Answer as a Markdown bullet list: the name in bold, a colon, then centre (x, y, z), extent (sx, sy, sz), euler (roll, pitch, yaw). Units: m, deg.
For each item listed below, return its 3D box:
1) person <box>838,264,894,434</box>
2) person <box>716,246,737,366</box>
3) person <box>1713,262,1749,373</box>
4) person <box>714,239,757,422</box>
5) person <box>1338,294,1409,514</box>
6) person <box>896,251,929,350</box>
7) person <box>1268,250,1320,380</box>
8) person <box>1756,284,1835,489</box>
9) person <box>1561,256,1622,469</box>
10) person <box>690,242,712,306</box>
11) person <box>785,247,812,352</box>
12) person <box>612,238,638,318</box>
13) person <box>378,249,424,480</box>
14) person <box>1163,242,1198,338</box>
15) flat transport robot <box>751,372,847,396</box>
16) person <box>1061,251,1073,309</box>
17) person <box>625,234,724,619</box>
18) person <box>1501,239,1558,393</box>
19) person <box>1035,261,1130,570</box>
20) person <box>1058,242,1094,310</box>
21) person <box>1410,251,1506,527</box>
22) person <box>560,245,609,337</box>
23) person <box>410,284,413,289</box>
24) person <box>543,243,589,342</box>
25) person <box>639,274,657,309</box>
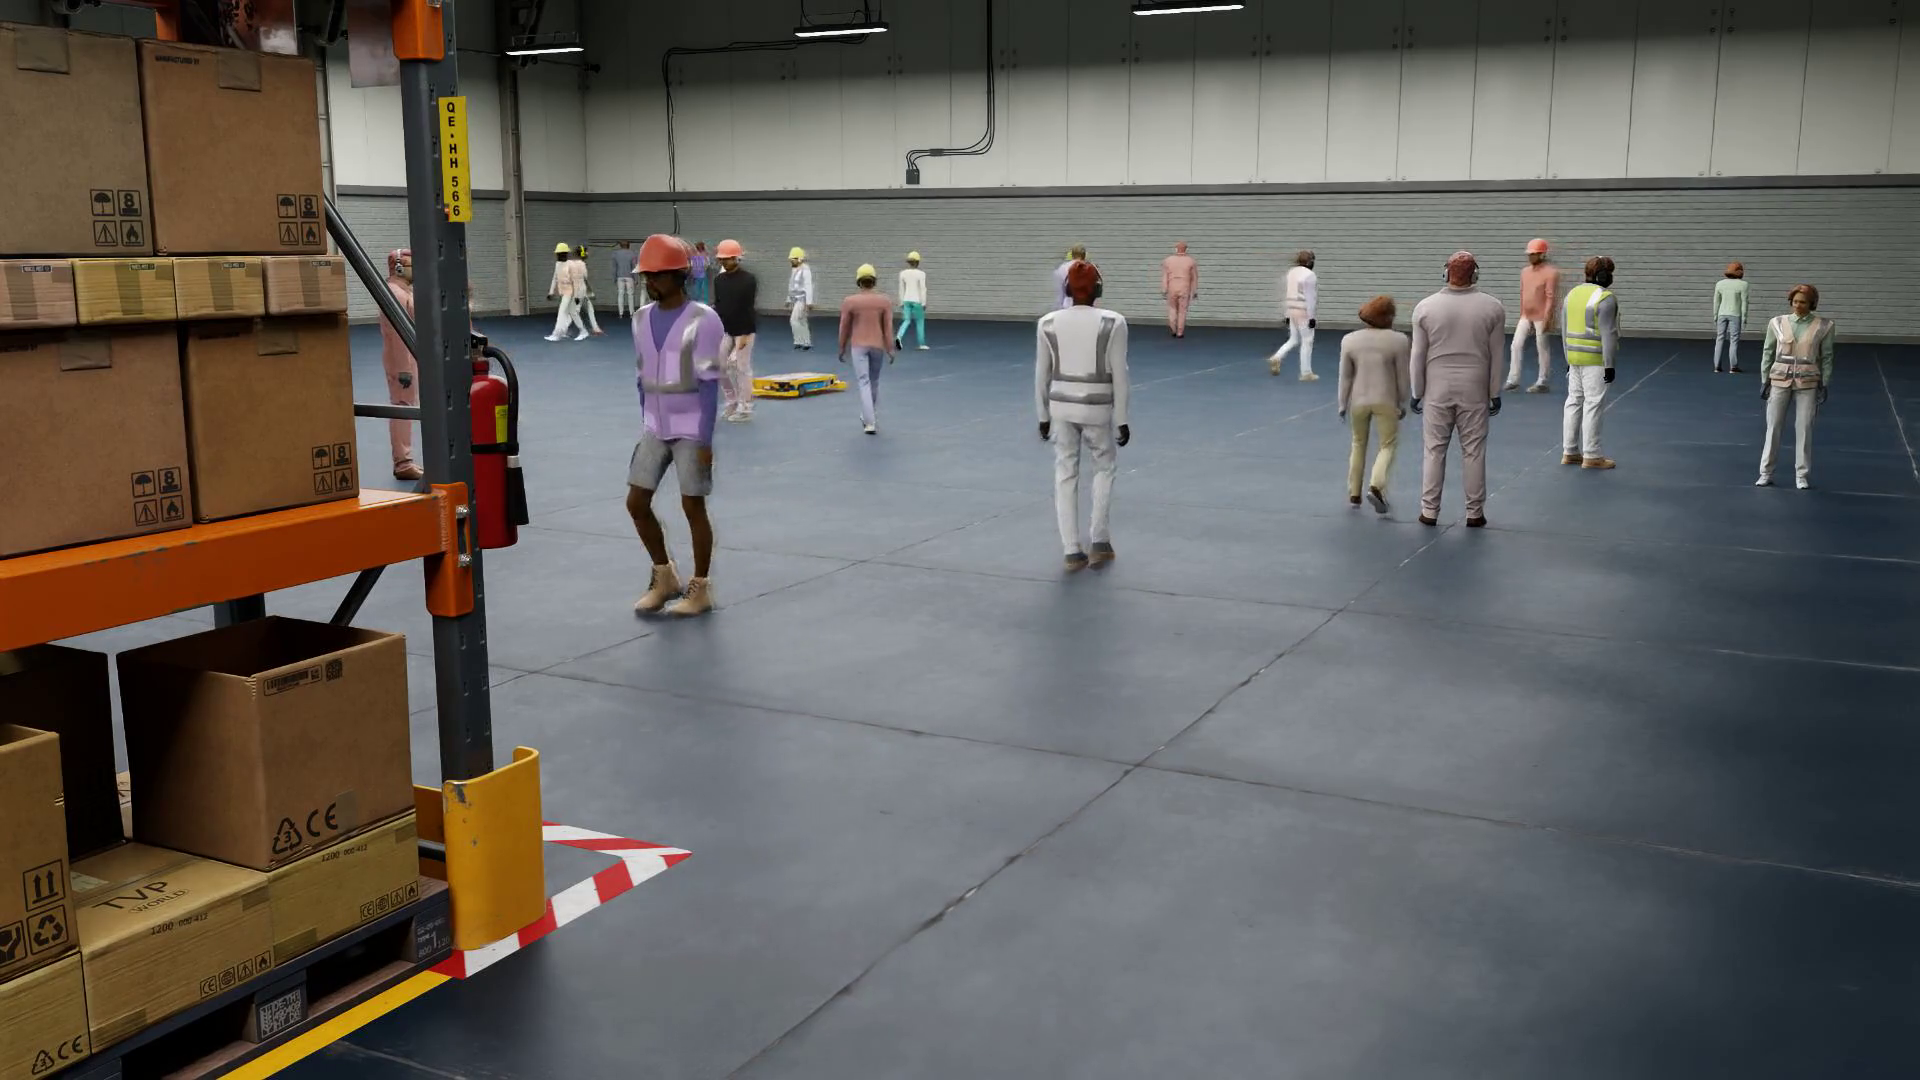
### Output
- **person**: centre (-0.980, -1.978, 17.193), extent (0.545, 1.711, 0.898), euler (-3, 11, -17)
- **person**: centre (-3.606, -3.643, 25.831), extent (0.353, 1.886, 0.573), euler (1, 10, 7)
- **person**: centre (11.392, -3.291, 24.600), extent (0.288, 1.633, 0.501), euler (-9, 13, -39)
- **person**: centre (-2.452, -2.253, 18.002), extent (0.605, 1.971, 0.448), euler (6, 12, 28)
- **person**: centre (3.002, -0.993, 12.150), extent (0.500, 1.607, 0.671), euler (6, 12, 28)
- **person**: centre (-0.828, -4.200, 29.251), extent (0.539, 1.748, 0.708), euler (6, 12, 31)
- **person**: centre (4.713, -3.134, 23.249), extent (0.633, 1.828, 0.639), euler (-4, 11, -22)
- **person**: centre (6.695, -1.229, 13.341), extent (0.514, 1.639, 0.310), euler (6, 12, 31)
- **person**: centre (5.525, -1.548, 14.530), extent (0.429, 1.842, 0.637), euler (-3, 11, -15)
- **person**: centre (-6.542, -6.587, 41.992), extent (0.567, 1.846, 0.389), euler (3, 11, 18)
- **person**: centre (-2.858, -4.173, 28.935), extent (0.638, 1.807, 0.594), euler (-4, 11, -22)
- **person**: centre (-8.187, -6.400, 40.718), extent (0.636, 1.938, 0.355), euler (1, 10, 4)
- **person**: centre (-4.611, -1.460, 13.868), extent (0.399, 1.910, 0.643), euler (-3, 11, -18)
- **person**: centre (4.385, -4.940, 32.894), extent (0.680, 1.880, 0.754), euler (4, 11, 19)
- **flat transport robot**: centre (-2.106, -1.994, 21.249), extent (0.652, 0.197, 1.431), euler (6, 12, 28)
- **person**: centre (2.010, -4.176, 29.101), extent (0.543, 1.753, 0.466), euler (-3, 11, -17)
- **person**: centre (-1.506, -0.570, 8.710), extent (0.610, 2.025, 0.544), euler (6, 12, 29)
- **person**: centre (7.235, -2.832, 21.175), extent (0.837, 1.964, 0.654), euler (-6, 12, -28)
- **person**: centre (0.773, -0.769, 10.207), extent (0.616, 1.863, 0.672), euler (3, 11, 18)
- **person**: centre (1.688, -3.265, 23.662), extent (0.658, 1.924, 0.443), euler (9, 14, 42)
- **person**: centre (3.457, -1.041, 11.585), extent (0.636, 1.911, 0.406), euler (3, 11, 16)
- **person**: centre (-7.575, -4.965, 33.240), extent (0.986, 1.826, 0.519), euler (-4, 11, -20)
- **person**: centre (-9.858, -4.469, 30.489), extent (0.452, 1.826, 0.634), euler (-4, 11, -20)
- **person**: centre (-7.533, -4.734, 31.826), extent (1.014, 1.877, 0.605), euler (-9, 14, -40)
- **person**: centre (-7.470, -6.159, 39.705), extent (0.523, 1.834, 0.895), euler (-7, 12, -33)
